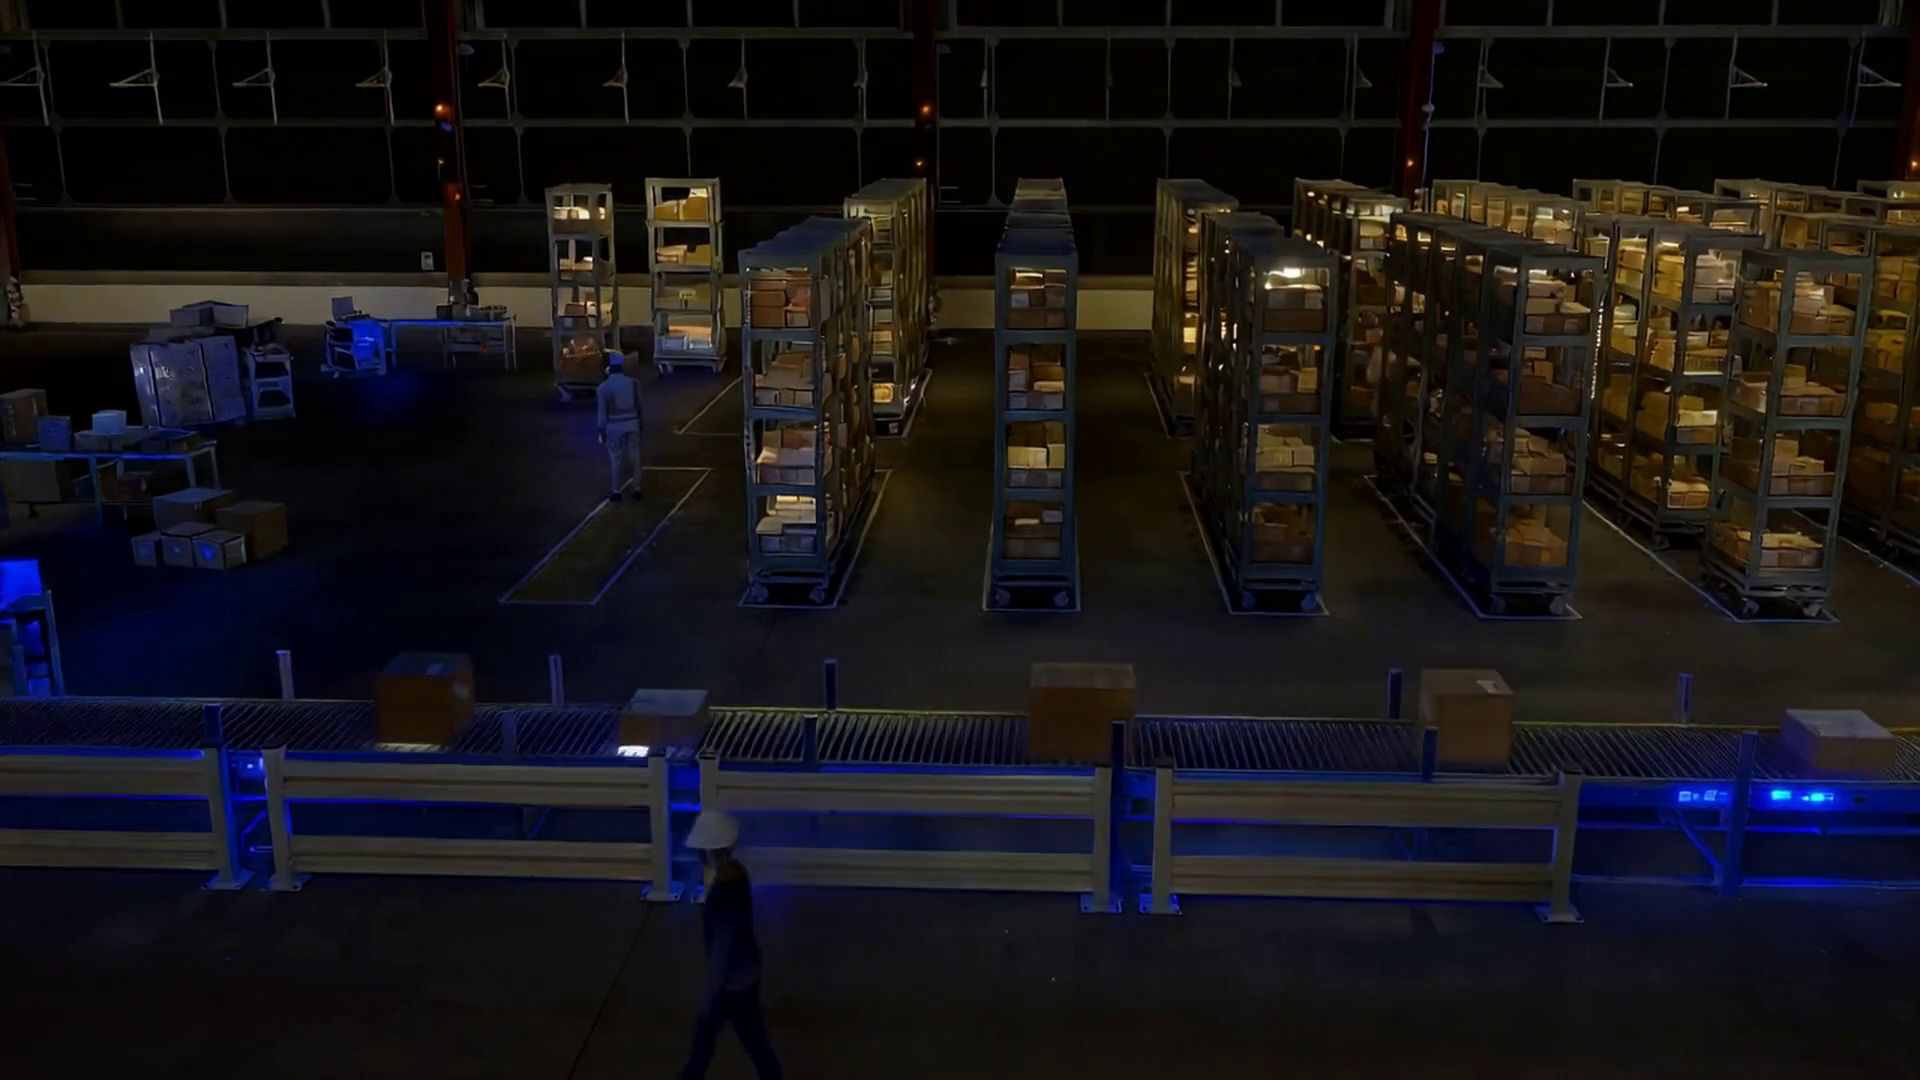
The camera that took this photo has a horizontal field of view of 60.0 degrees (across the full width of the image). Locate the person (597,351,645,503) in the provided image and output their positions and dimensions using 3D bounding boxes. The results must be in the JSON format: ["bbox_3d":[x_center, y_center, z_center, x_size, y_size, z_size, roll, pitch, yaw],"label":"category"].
[{"bbox_3d":[-4.312,-1.436,21.191,0.604,1.942,0.402,-7,17,-25],"label":"person"}]

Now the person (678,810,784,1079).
[{"bbox_3d":[-1.251,2.156,8.241,0.852,1.725,0.551,-1,15,-5],"label":"person"}]

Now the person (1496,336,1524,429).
[{"bbox_3d":[8.116,-2.310,24.700,0.618,1.814,0.609,9,18,31],"label":"person"}]

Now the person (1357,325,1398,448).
[{"bbox_3d":[6.094,-2.246,24.446,0.681,1.806,0.615,0,15,-1],"label":"person"}]
